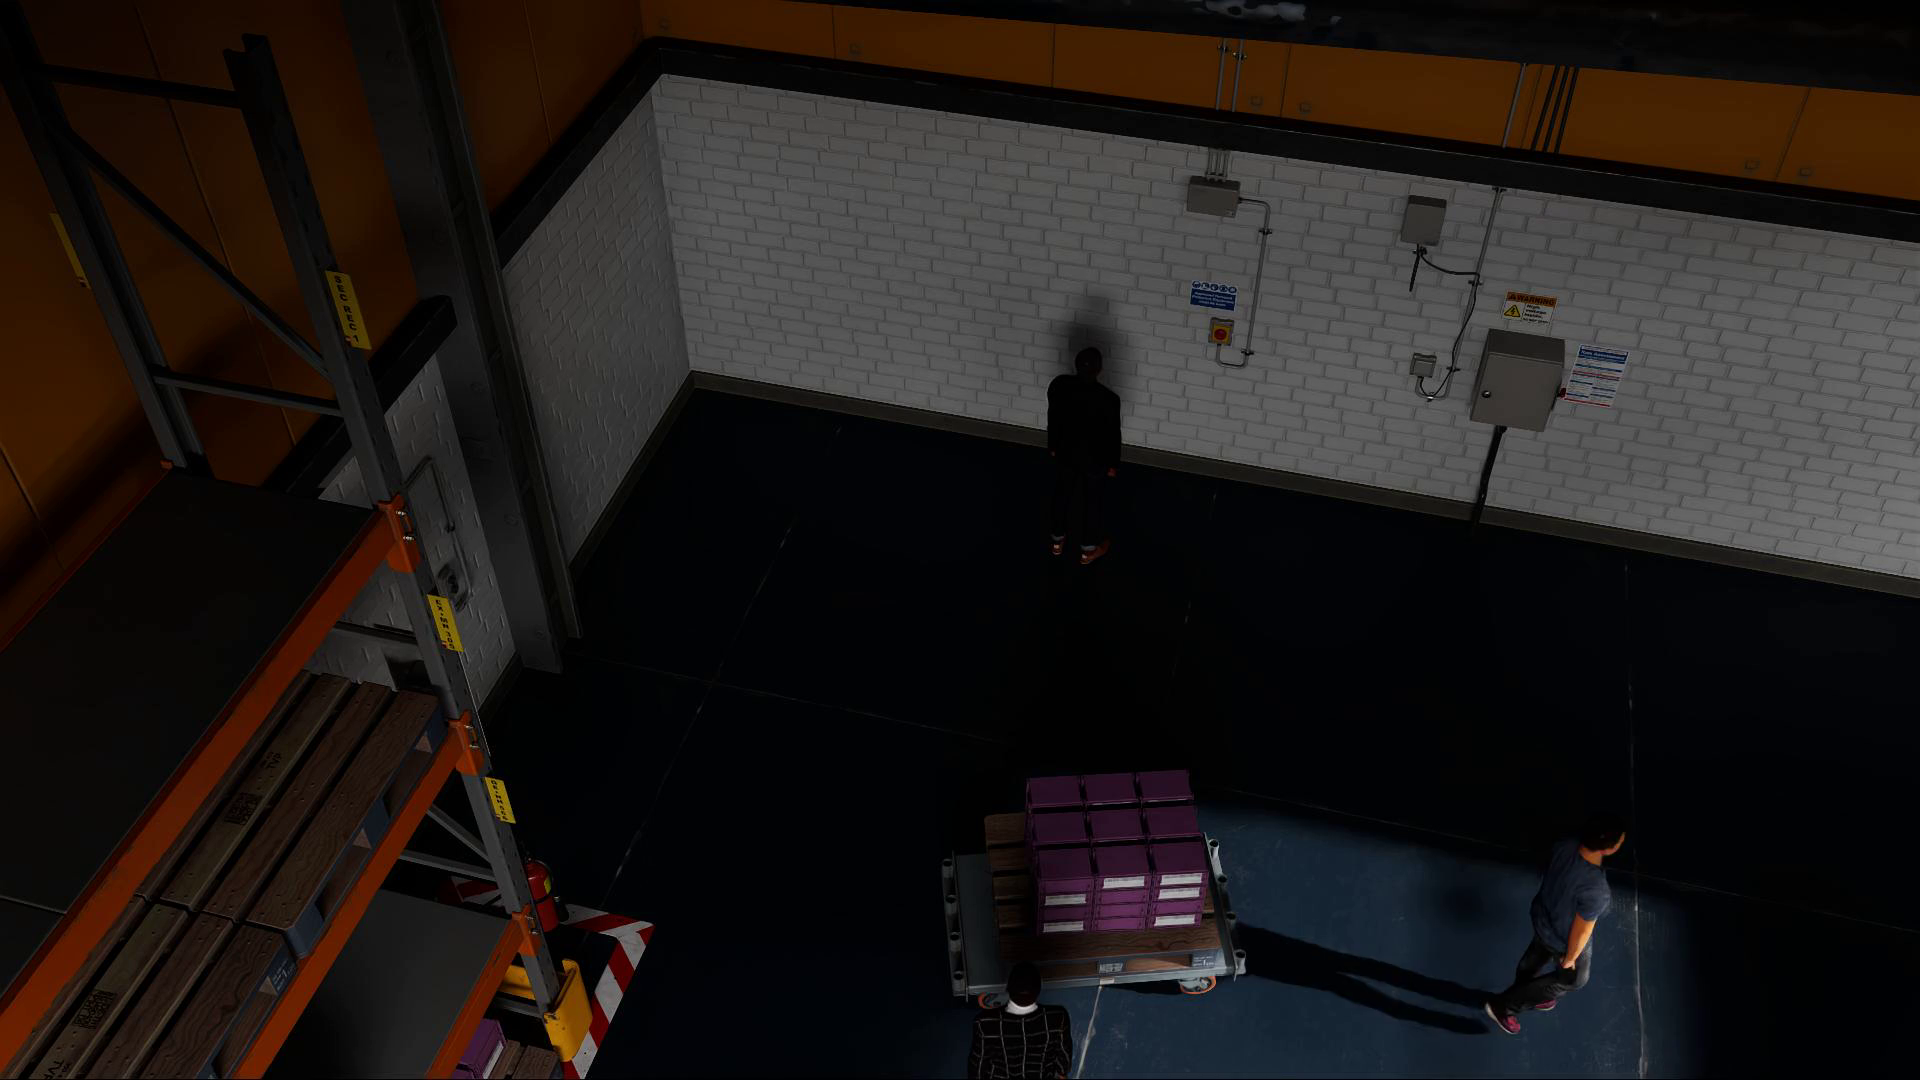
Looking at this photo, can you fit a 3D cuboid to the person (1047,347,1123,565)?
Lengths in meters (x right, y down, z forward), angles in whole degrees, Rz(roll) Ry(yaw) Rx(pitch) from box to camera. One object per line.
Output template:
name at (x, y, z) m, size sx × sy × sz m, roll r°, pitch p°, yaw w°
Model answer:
person at (0.843, -0.593, 11.573) m, size 0.748 × 1.818 × 0.672 m, roll 20°, pitch 47°, yaw 20°

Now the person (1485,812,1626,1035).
person at (3.117, 2.036, 8.829) m, size 0.851 × 1.799 × 0.796 m, roll -5°, pitch 44°, yaw -5°

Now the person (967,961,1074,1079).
person at (0.285, 2.642, 8.176) m, size 0.740 × 1.820 × 0.679 m, roll -4°, pitch 44°, yaw -4°
